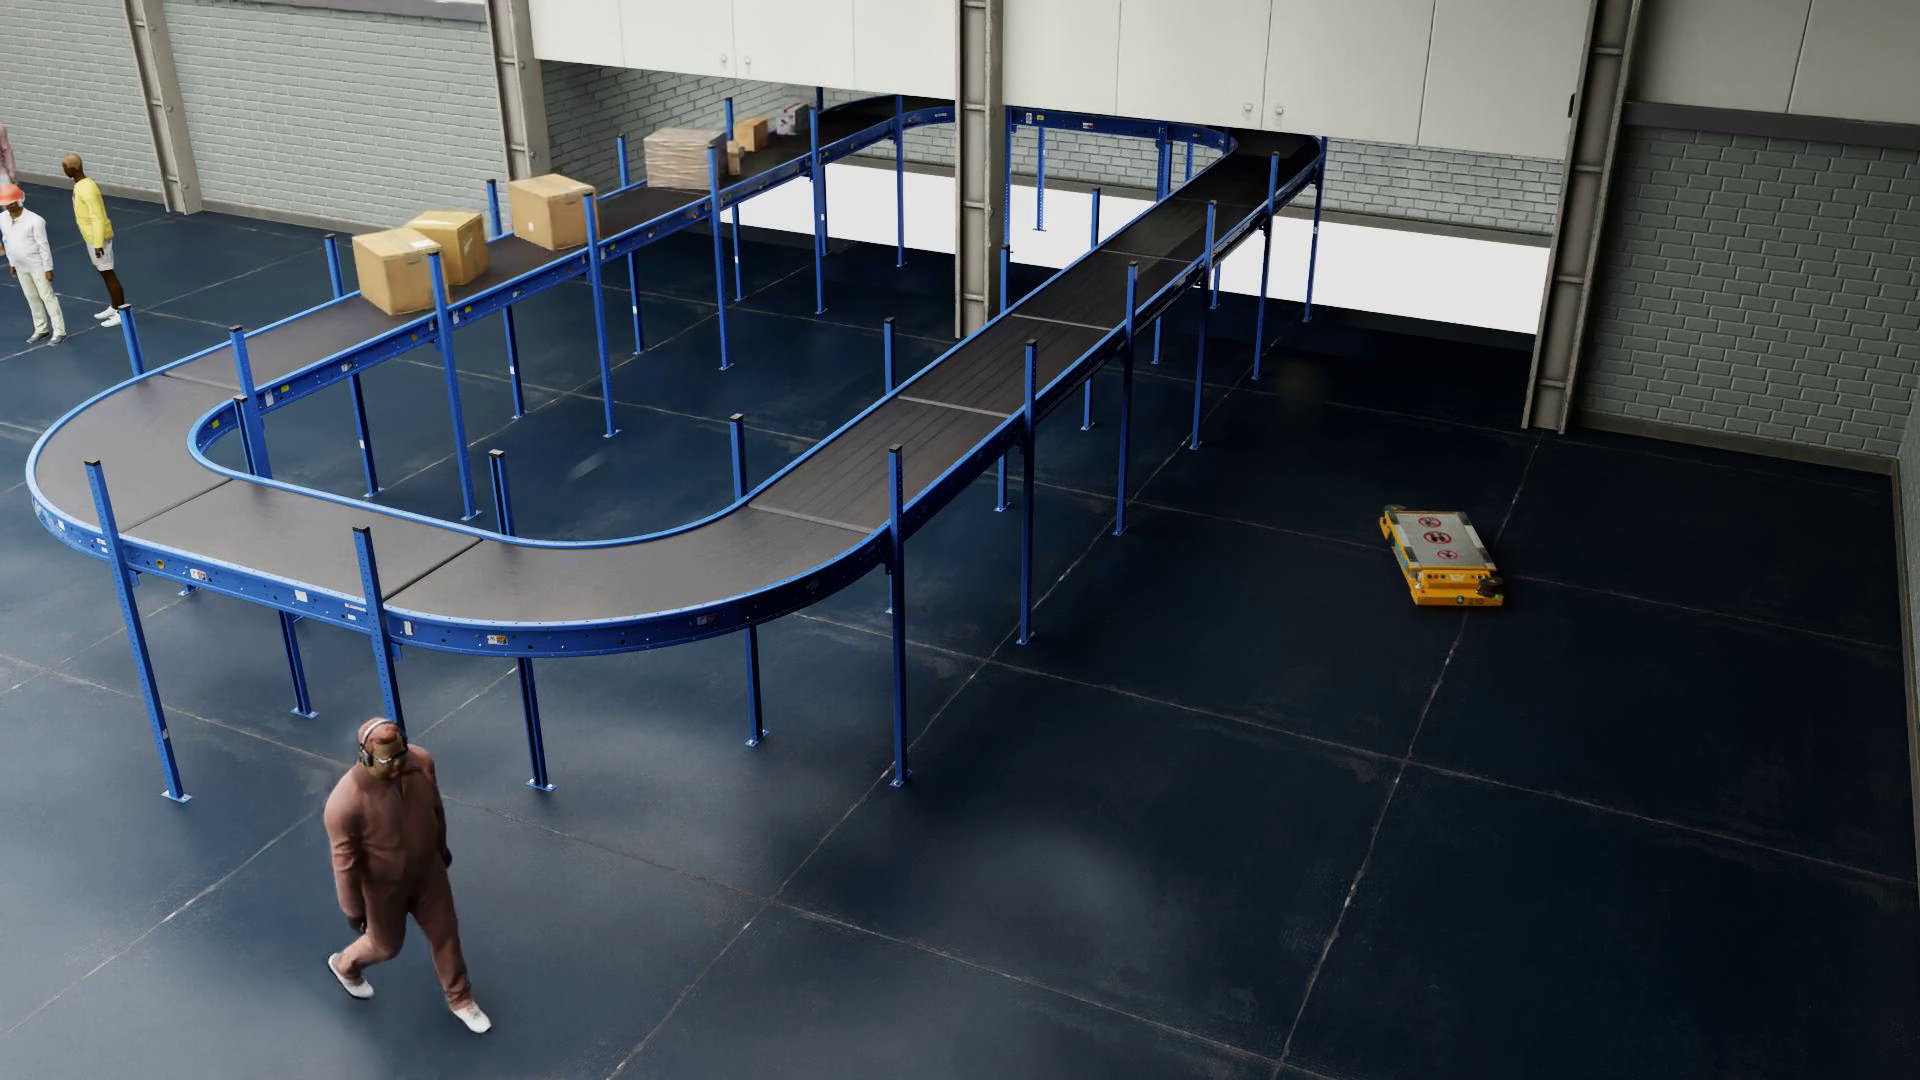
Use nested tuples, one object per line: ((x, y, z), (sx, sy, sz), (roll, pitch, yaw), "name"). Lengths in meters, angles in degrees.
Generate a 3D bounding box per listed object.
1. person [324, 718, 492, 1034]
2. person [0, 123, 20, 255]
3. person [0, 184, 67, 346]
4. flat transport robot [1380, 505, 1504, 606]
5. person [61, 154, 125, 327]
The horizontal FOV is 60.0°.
((-2.867, 1.651, 8.362), (0.850, 1.867, 0.669), (15, 30, 28), "person")
((-12.078, -4.533, 20.751), (0.400, 1.925, 0.636), (21, 33, 35), "person")
((-9.931, -2.938, 17.737), (0.561, 1.743, 0.347), (8, 28, 16), "person")
((3.817, 0.115, 13.244), (0.659, 0.231, 1.431), (1, 26, 1), "flat transport robot")
((-9.510, -3.310, 18.313), (0.363, 1.899, 0.549), (-16, 31, -29), "person")
